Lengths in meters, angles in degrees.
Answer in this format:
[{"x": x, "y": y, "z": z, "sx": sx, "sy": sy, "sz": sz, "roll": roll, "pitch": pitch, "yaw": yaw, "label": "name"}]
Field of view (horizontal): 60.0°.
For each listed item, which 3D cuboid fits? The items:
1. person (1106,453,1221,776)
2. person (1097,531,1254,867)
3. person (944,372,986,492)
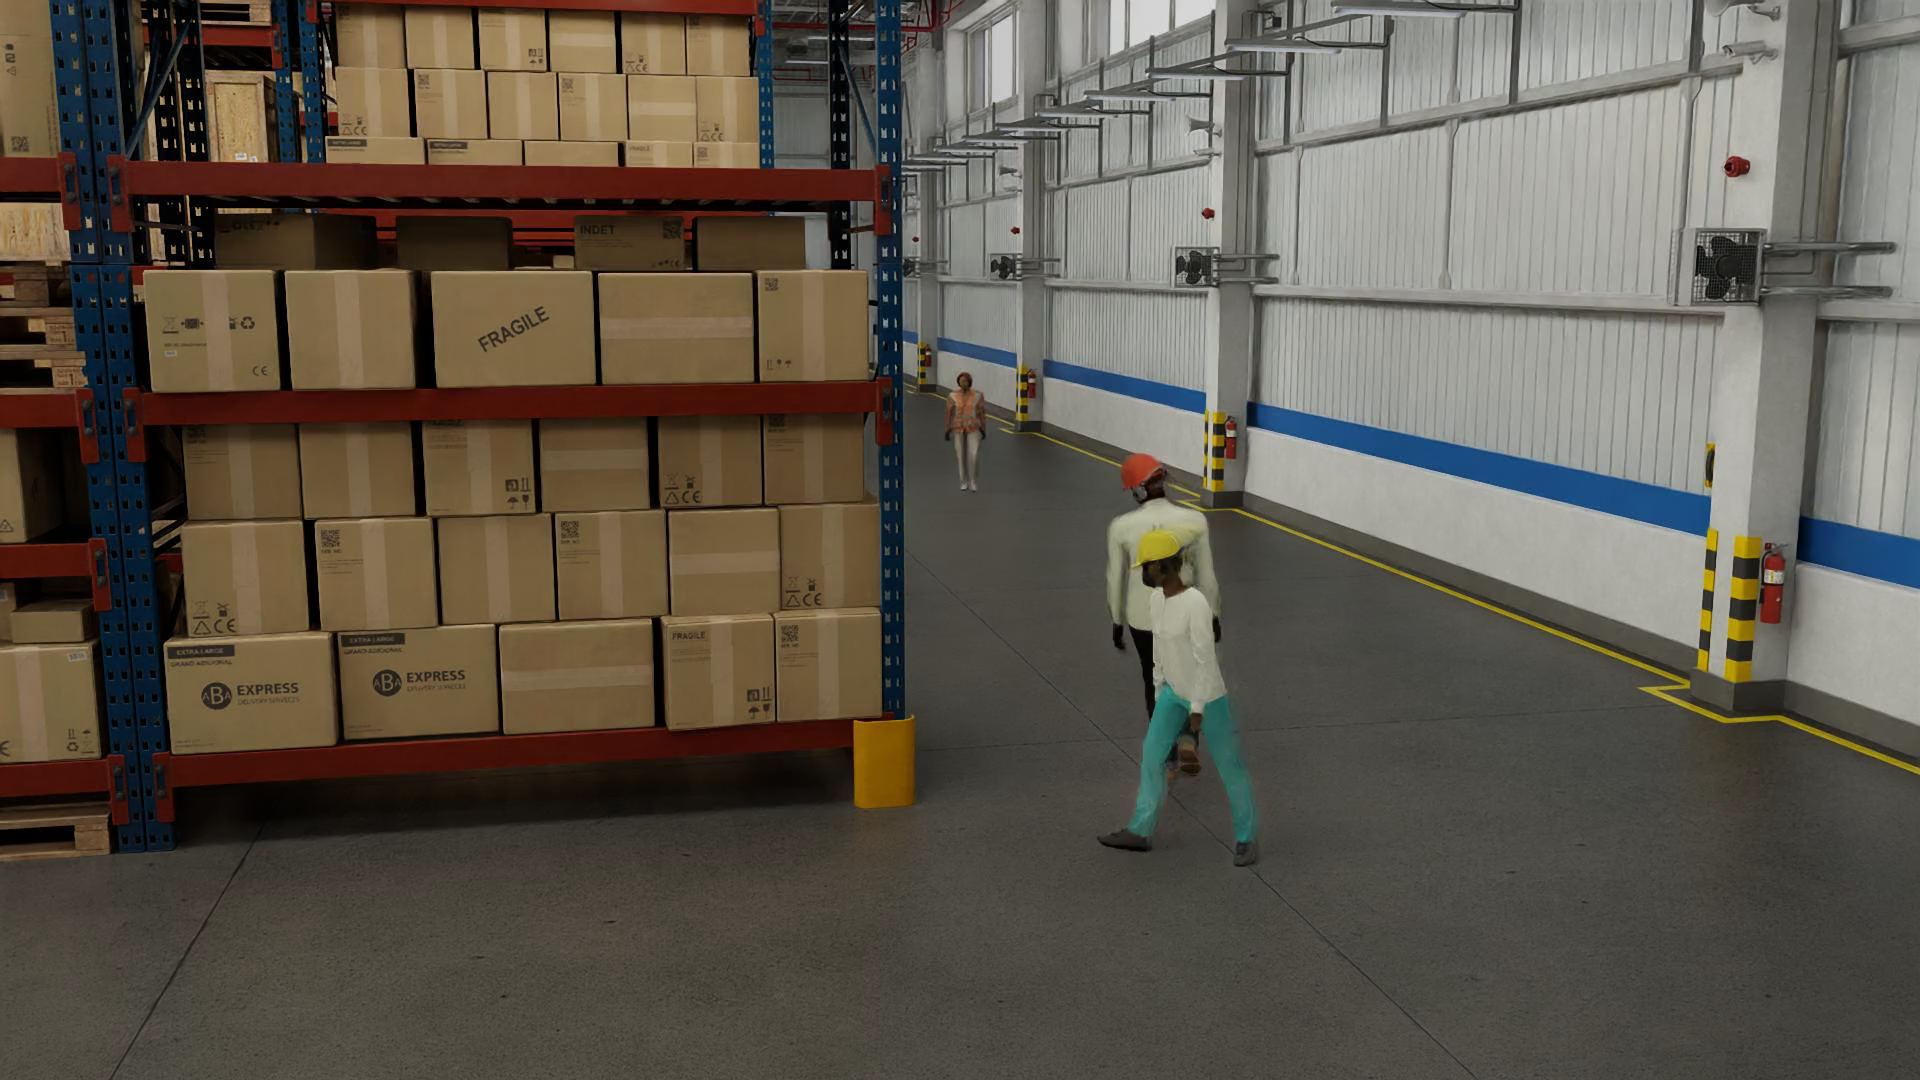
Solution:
[{"x": 1.201, "y": 0.465, "z": 9.821, "sx": 0.690, "sy": 1.943, "sz": 0.500, "roll": 1, "pitch": 9, "yaw": 3, "label": "person"}, {"x": 1.137, "y": 0.807, "z": 8.475, "sx": 0.809, "sy": 1.704, "sz": 0.586, "roll": -5, "pitch": 11, "yaw": -29, "label": "person"}, {"x": 0.059, "y": -1.440, "z": 22.410, "sx": 0.551, "sy": 1.609, "sz": 0.711, "roll": 1, "pitch": 9, "yaw": 7, "label": "person"}]
